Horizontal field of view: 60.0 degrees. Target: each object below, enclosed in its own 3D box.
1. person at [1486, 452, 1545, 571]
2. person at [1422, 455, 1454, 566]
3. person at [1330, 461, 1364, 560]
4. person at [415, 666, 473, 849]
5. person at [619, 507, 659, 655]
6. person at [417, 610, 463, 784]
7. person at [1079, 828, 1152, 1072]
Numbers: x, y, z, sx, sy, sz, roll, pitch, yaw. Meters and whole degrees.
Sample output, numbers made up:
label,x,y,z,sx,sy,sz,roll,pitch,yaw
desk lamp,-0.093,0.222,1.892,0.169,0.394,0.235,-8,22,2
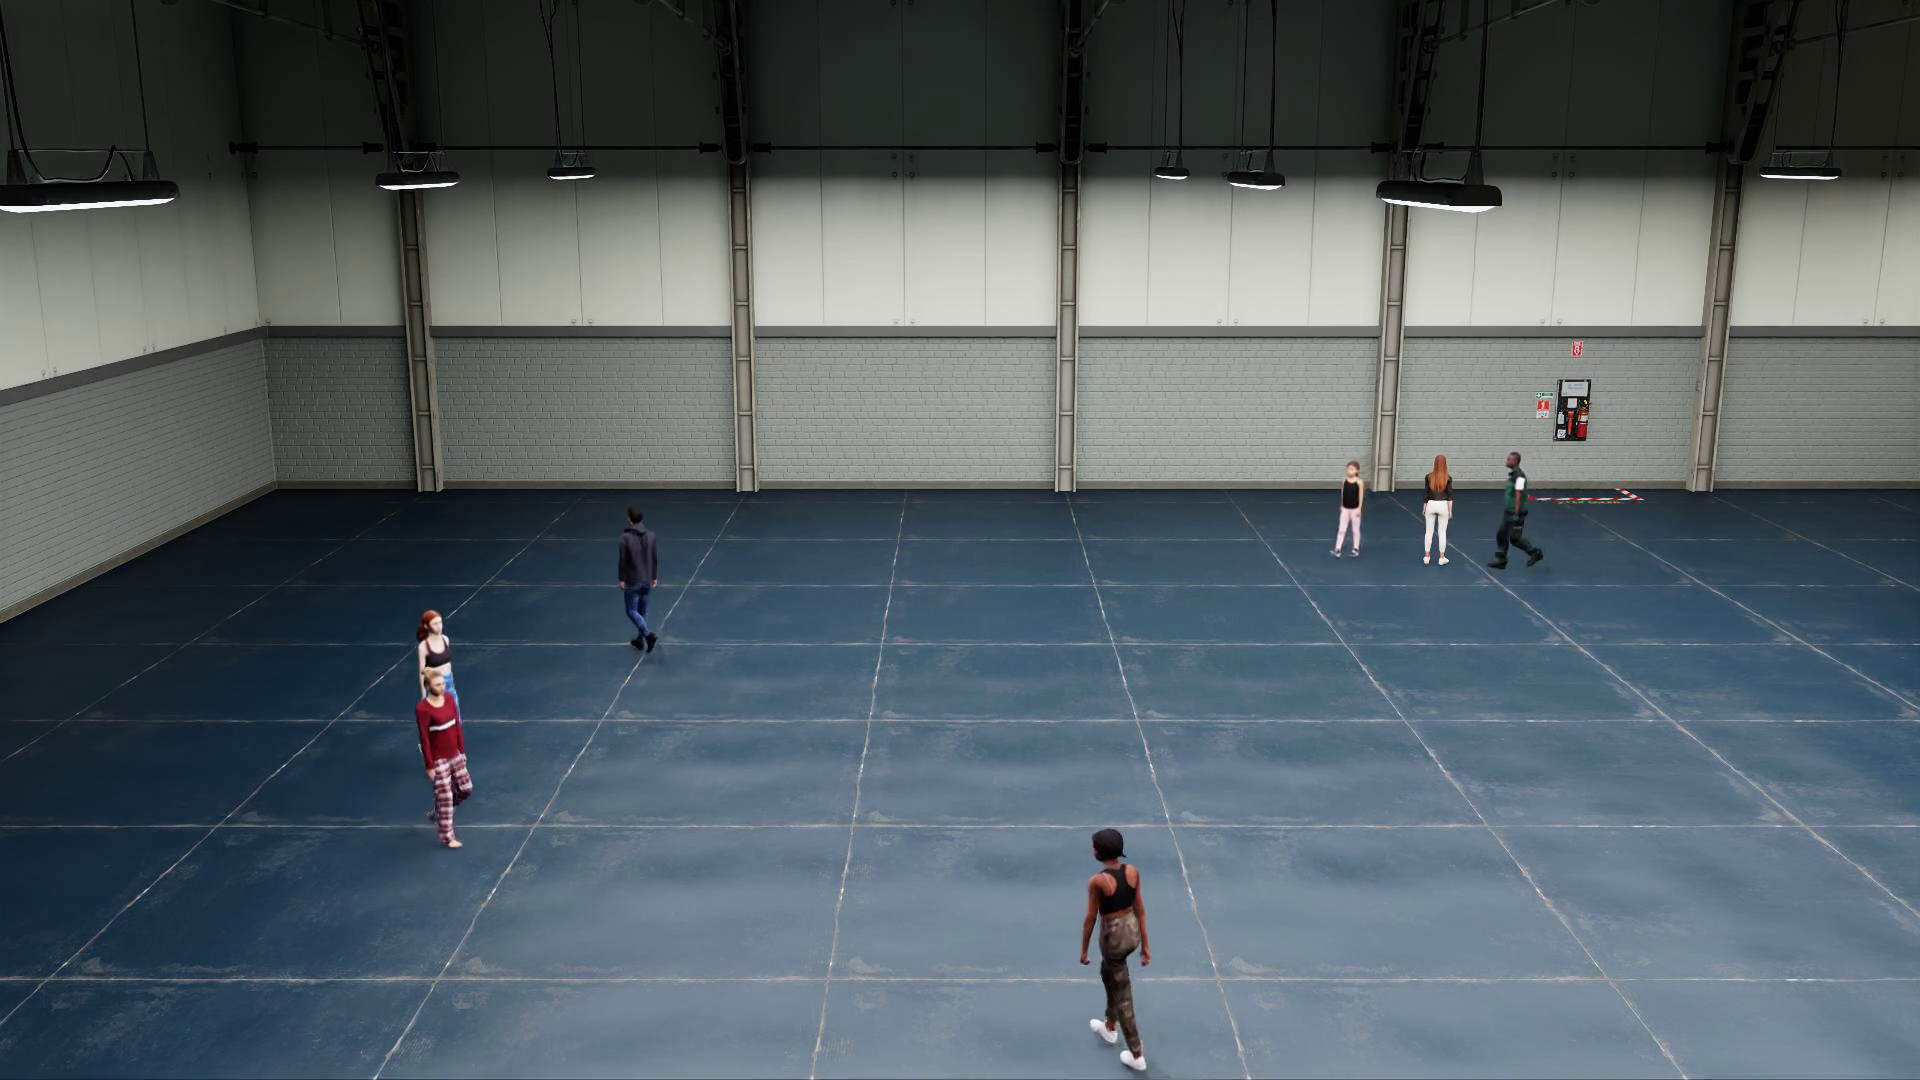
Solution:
label,x,y,z,sx,sy,sz,roll,pitch,yaw
person,8.449,-0.410,25.106,1.080,1.812,0.720,2,13,8
person,7.358,-0.477,25.634,0.599,1.704,0.732,6,14,24
person,6.147,-0.464,25.966,0.975,1.531,0.965,10,16,36
person,-4.756,1.964,15.129,0.825,1.688,0.783,6,14,25
person,-4.004,0.532,20.903,1.088,1.874,1.115,-11,17,-38
person,-5.283,1.560,16.687,0.894,1.774,0.765,7,15,27
person,1.142,2.834,11.443,0.934,1.657,0.925,-6,14,-25
